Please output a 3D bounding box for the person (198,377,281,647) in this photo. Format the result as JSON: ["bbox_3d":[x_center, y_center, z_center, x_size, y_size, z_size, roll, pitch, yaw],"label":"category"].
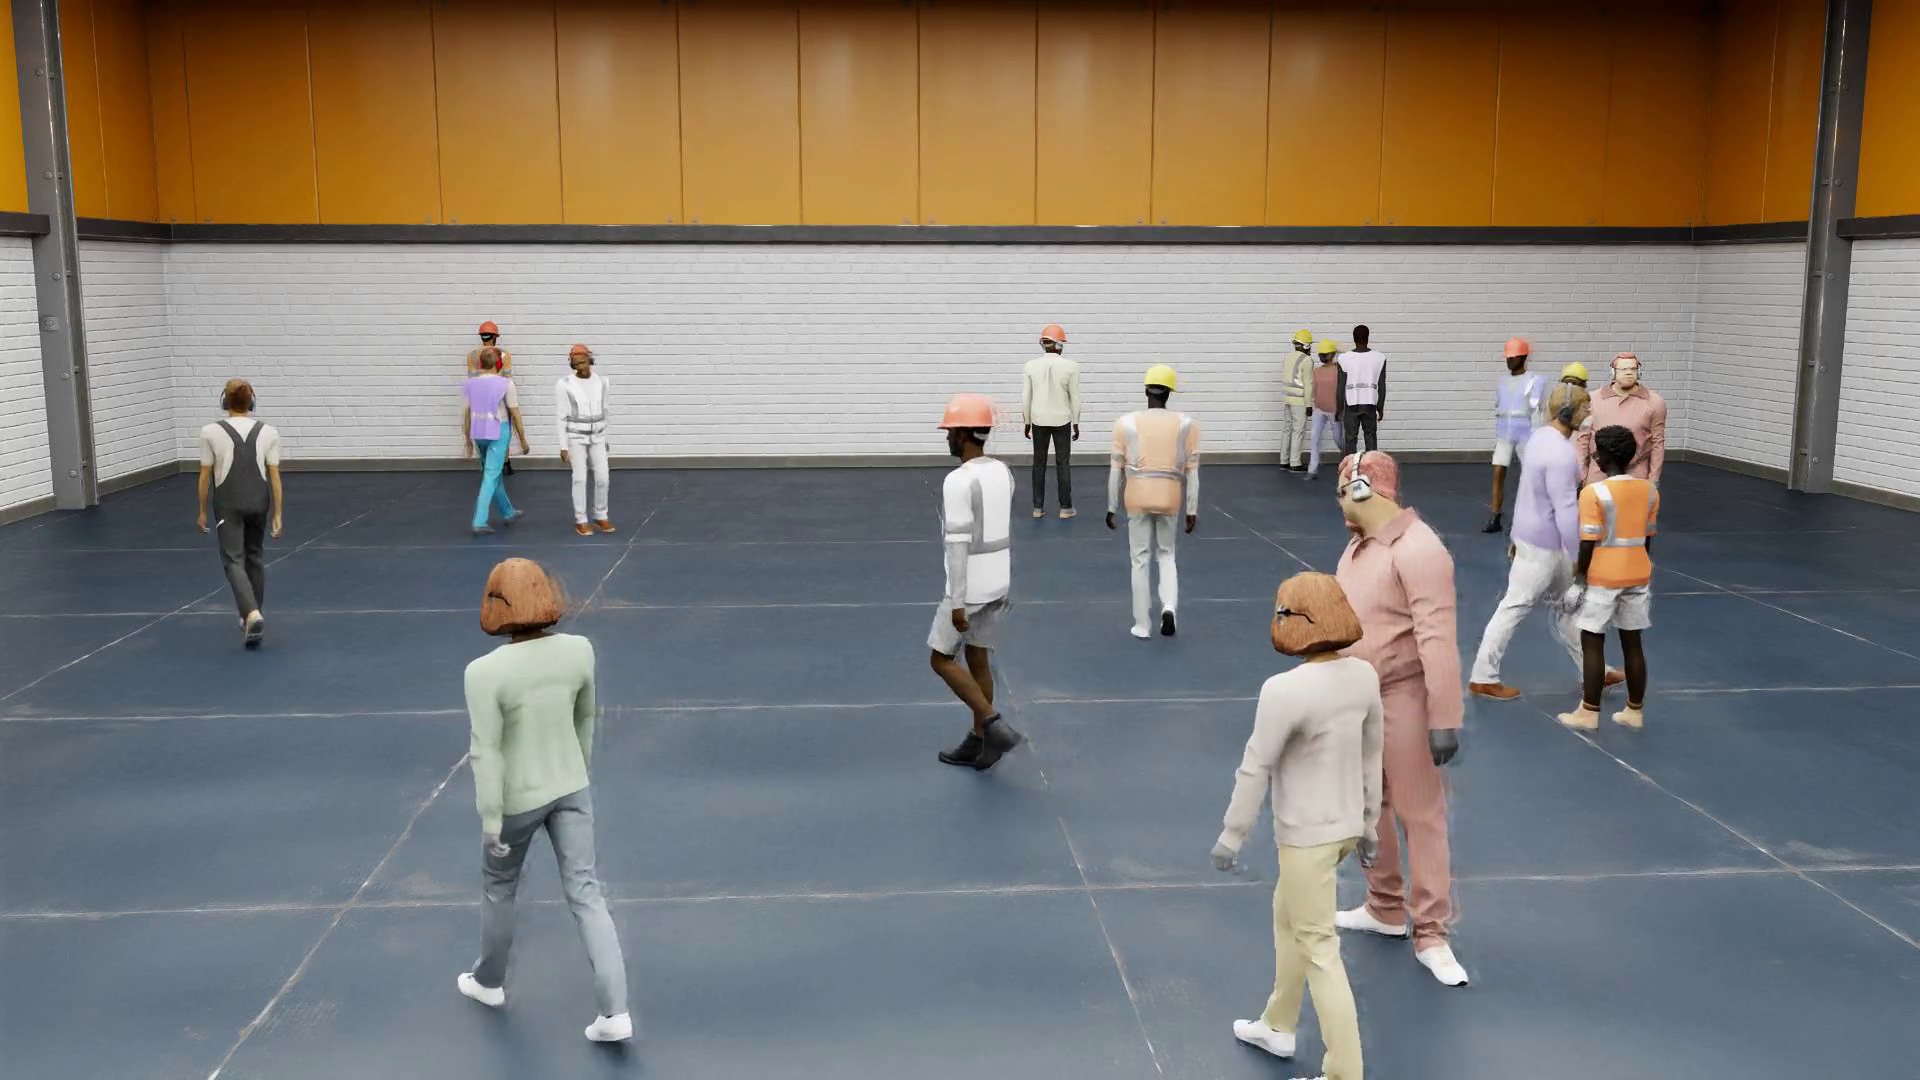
[{"bbox_3d":[-4.872,-0.197,11.332,0.523,1.817,0.869,-7,12,-38],"label":"person"}]

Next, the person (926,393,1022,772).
[{"bbox_3d":[0.086,0.227,8.311,0.477,1.918,0.551,6,11,35],"label":"person"}]

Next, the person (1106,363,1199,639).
[{"bbox_3d":[1.313,-0.250,11.376,0.610,1.906,0.471,-1,9,-3],"label":"person"}]

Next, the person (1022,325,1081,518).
[{"bbox_3d":[0.949,-1.224,17.195,0.613,1.991,0.392,3,9,16],"label":"person"}]

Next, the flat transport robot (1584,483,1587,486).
[{"bbox_3d":[7.262,-0.625,18.822,0.652,0.197,1.431,0,9,3],"label":"flat transport robot"}]

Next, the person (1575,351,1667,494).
[{"bbox_3d":[5.127,-0.511,12.970,0.651,1.913,0.410,5,10,26],"label":"person"}]

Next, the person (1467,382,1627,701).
[{"bbox_3d":[3.481,0.032,9.665,1.028,1.876,0.652,2,9,12],"label":"person"}]

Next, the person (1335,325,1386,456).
[{"bbox_3d":[4.725,-1.572,19.628,0.587,1.914,0.391,0,9,1],"label":"person"}]

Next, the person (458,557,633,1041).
[{"bbox_3d":[-1.377,0.844,5.475,0.505,1.589,0.866,-9,13,-44],"label":"person"}]

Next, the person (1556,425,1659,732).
[{"bbox_3d":[3.551,0.218,9.104,0.559,1.688,0.403,-4,10,-24],"label":"person"}]

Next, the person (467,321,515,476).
[{"bbox_3d":[-5.835,-1.755,20.727,0.542,1.929,0.374,-1,9,-8],"label":"person"}]

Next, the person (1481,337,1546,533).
[{"bbox_3d":[5.474,-1.035,16.284,0.926,1.909,0.542,-9,13,-43],"label":"person"}]

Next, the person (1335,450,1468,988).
[{"bbox_3d":[1.574,0.624,6.031,0.395,1.865,0.821,-3,9,-16],"label":"person"}]

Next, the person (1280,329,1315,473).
[{"bbox_3d":[4.313,-1.769,21.186,0.414,1.821,0.610,-3,9,-17],"label":"person"}]

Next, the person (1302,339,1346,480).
[{"bbox_3d":[4.558,-1.596,20.377,0.814,1.741,0.520,-8,12,-42],"label":"person"}]

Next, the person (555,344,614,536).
[{"bbox_3d":[-3.601,-0.950,15.889,0.596,1.855,0.498,-6,11,-35],"label":"person"}]

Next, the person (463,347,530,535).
[{"bbox_3d":[-4.535,-0.972,16.223,0.563,1.798,0.986,4,10,23],"label":"person"}]

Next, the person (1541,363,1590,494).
[{"bbox_3d":[5.438,-0.708,14.822,0.894,1.716,0.530,-8,12,-41],"label":"person"}]

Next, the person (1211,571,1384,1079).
[{"bbox_3d":[1.013,0.894,5.101,0.512,1.608,0.702,-9,13,-44],"label":"person"}]
